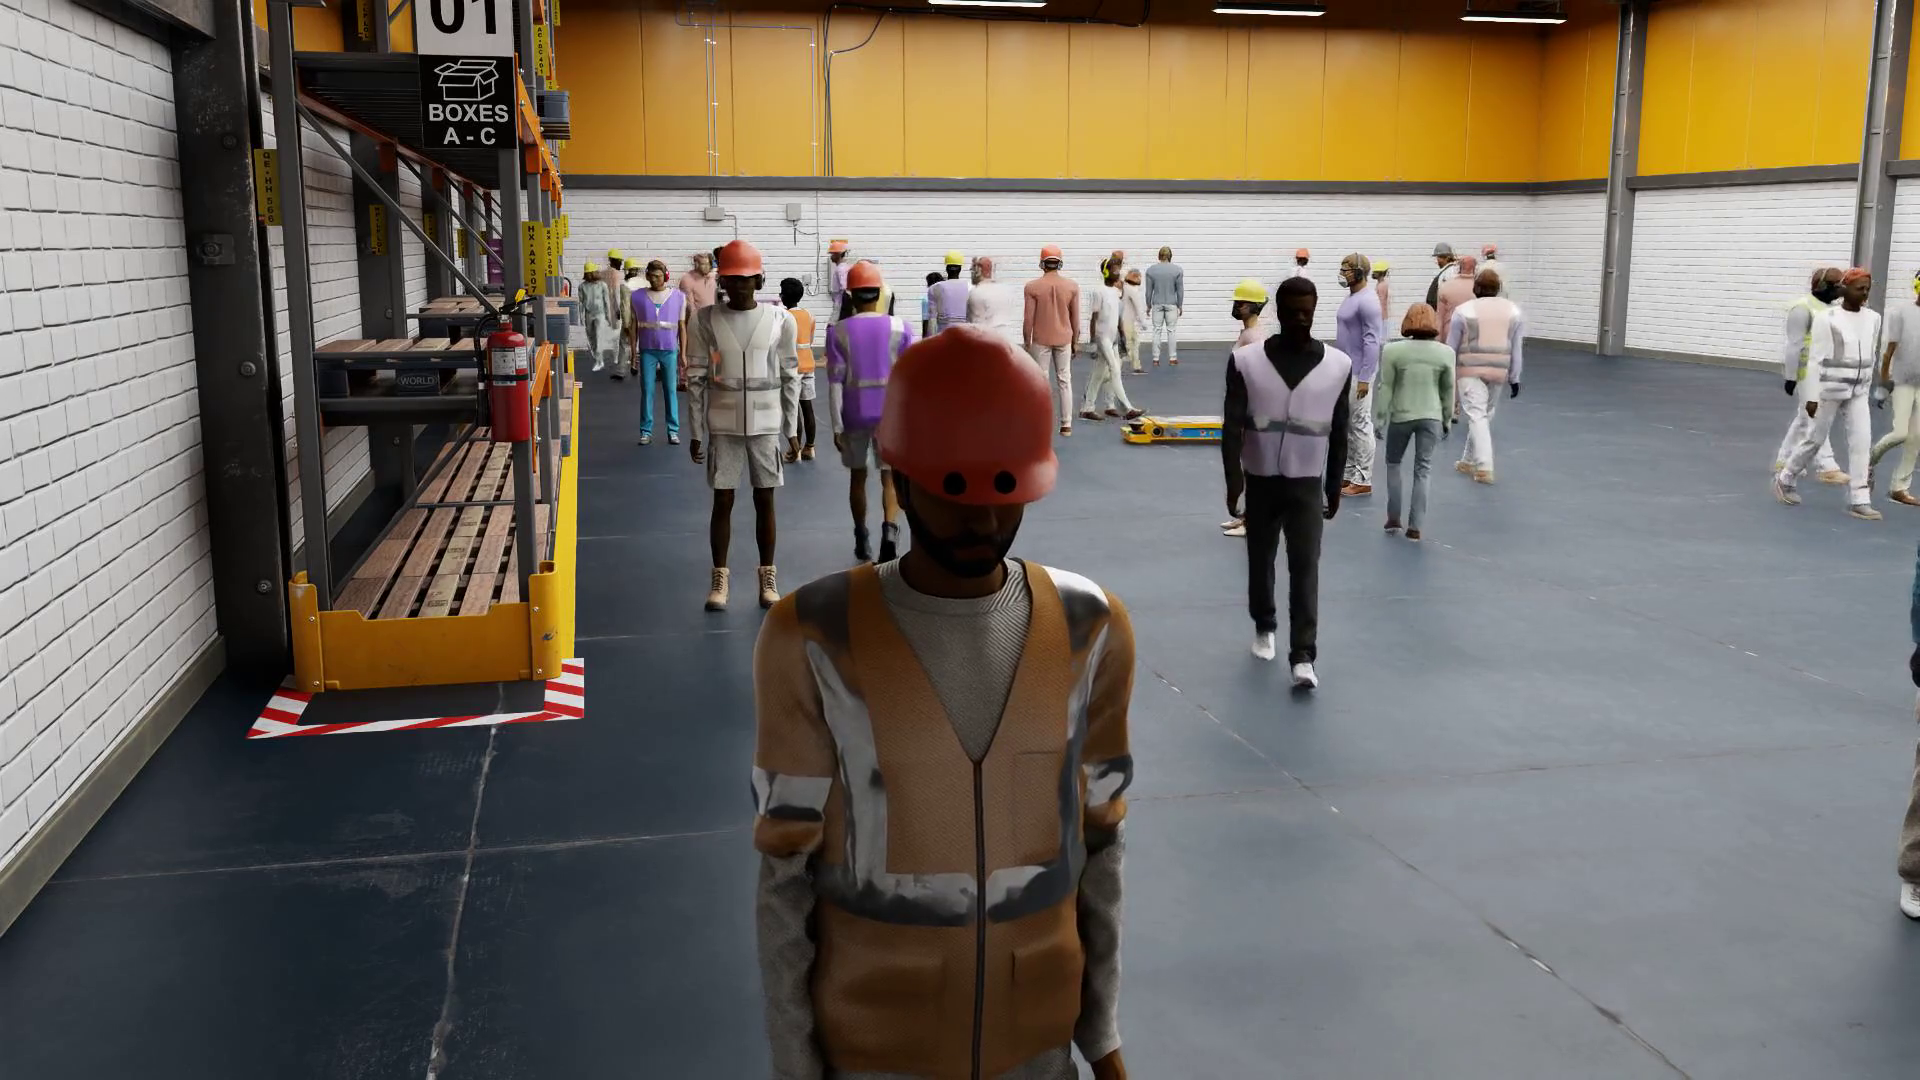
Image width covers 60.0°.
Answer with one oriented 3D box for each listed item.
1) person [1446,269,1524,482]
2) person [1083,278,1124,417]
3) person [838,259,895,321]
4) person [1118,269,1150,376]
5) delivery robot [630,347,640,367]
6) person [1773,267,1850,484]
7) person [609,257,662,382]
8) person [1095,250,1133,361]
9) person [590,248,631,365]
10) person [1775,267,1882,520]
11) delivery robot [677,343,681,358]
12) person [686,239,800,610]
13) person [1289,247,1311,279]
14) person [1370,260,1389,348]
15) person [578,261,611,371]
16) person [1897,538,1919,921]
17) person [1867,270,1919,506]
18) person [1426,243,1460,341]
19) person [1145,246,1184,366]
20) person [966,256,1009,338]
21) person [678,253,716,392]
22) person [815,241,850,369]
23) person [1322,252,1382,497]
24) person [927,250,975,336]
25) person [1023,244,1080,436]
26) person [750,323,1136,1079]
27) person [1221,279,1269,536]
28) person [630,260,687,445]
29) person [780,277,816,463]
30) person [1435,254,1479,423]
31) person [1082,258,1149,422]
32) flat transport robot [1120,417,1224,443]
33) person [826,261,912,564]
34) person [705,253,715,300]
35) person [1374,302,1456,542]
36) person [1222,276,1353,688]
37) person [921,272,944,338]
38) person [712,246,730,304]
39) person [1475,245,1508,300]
[{"bbox_3d":[4.436,-1.404,14.187,0.639,1.797,0.945,-1,10,-8],"label":"person"},{"bbox_3d":[1.674,-2.220,19.175,0.422,1.615,0.533,9,13,39],"label":"person"},{"bbox_3d":[-1.095,-2.221,18.613,0.650,1.816,0.767,-6,12,-29],"label":"person"},{"bbox_3d":[2.618,-3.243,24.886,0.734,1.605,0.516,-2,10,-9],"label":"person"},{"bbox_3d":[-4.642,-2.809,25.125,0.477,0.478,0.707,7,12,34],"label":"delivery robot"},{"bbox_3d":[7.318,-1.399,14.134,0.649,1.811,0.796,-7,12,-34],"label":"person"},{"bbox_3d":[-4.637,-3.147,23.830,0.877,1.796,0.601,6,12,29],"label":"person"},{"bbox_3d":[2.617,-3.926,27.966,0.788,1.854,0.593,-4,11,-21],"label":"person"},{"bbox_3d":[-5.722,-3.798,27.129,0.630,1.898,0.619,-5,11,-26],"label":"person"},{"bbox_3d":[6.548,-1.118,12.455,0.589,1.851,0.949,-2,10,-12],"label":"person"},{"bbox_3d":[-4.185,-2.910,25.688,0.477,0.478,0.707,5,11,28],"label":"delivery robot"},{"bbox_3d":[-1.184,-0.619,9.138,0.614,2.039,0.394,-2,10,-9],"label":"person"},{"bbox_3d":[6.083,-4.335,30.100,0.911,1.910,0.548,-1,10,-8],"label":"person"},{"bbox_3d":[6.355,-3.323,24.945,0.811,1.735,0.525,1,10,8],"label":"person"},{"bbox_3d":[-5.738,-3.534,26.230,0.498,1.714,0.752,1,10,8],"label":"person"},{"bbox_3d":[3.090,0.340,4.941,0.513,1.638,0.313,2,11,13],"label":"person"},{"bbox_3d":[7.335,-1.201,12.892,0.545,1.847,0.526,-2,10,-8],"label":"person"},{"bbox_3d":[7.146,-3.453,24.837,1.003,2.000,0.693,3,11,14],"label":"person"},{"bbox_3d":[3.317,-3.789,26.996,0.627,1.935,0.371,3,11,14],"label":"person"},{"bbox_3d":[0.181,-1.901,16.730,0.931,1.866,0.657,7,12,34],"label":"person"},{"bbox_3d":[-3.408,-2.878,22.172,1.040,1.849,0.648,8,13,38],"label":"person"},{"bbox_3d":[-2.003,-3.694,26.268,0.961,2.000,0.628,1,10,5],"label":"person"},{"bbox_3d":[3.142,-1.309,13.240,0.355,1.938,0.637,-1,10,-4],"label":"person"},{"bbox_3d":[-0.064,-2.173,18.059,0.585,1.928,0.379,-1,10,-6],"label":"person"},{"bbox_3d":[0.944,-2.063,17.263,0.609,1.995,0.378,-2,10,-12],"label":"person"},{"bbox_3d":[-0.006,0.669,2.304,0.542,1.931,0.366,-3,11,-16],"label":"person"},{"bbox_3d":[1.980,-0.910,11.500,0.301,1.772,0.527,1,10,7],"label":"person"},{"bbox_3d":[-3.004,-1.865,16.604,0.563,1.837,0.388,-2,10,-10],"label":"person"},{"bbox_3d":[-1.514,-1.548,15.236,0.322,1.697,0.535,6,12,29],"label":"person"},{"bbox_3d":[5.568,-2.209,18.381,0.641,1.885,0.550,2,11,13],"label":"person"},{"bbox_3d":[1.753,-2.217,18.564,0.913,1.830,0.554,6,12,28],"label":"person"},{"bbox_3d":[2.379,-1.127,16.854,1.431,0.197,0.652,-1,10,-3],"label":"flat transport robot"},{"bbox_3d":[-0.556,-0.772,10.344,0.544,1.914,0.870,-1,10,-3],"label":"person"},{"bbox_3d":[-4.099,-3.812,27.417,0.534,1.822,0.658,8,13,38],"label":"person"},{"bbox_3d":[3.099,-0.815,11.378,0.534,1.612,0.586,1,10,7],"label":"person"},{"bbox_3d":[1.516,-0.285,7.765,0.589,1.869,1.012,1,10,8],"label":"person"},{"bbox_3d":[-0.245,-2.455,20.387,0.595,1.630,0.918,-6,12,-32],"label":"person"},{"bbox_3d":[-3.714,-3.759,26.820,0.750,1.934,0.643,4,11,22],"label":"person"},{"bbox_3d":[9.361,-4.225,29.405,0.379,1.959,0.644,-10,14,-42],"label":"person"}]
